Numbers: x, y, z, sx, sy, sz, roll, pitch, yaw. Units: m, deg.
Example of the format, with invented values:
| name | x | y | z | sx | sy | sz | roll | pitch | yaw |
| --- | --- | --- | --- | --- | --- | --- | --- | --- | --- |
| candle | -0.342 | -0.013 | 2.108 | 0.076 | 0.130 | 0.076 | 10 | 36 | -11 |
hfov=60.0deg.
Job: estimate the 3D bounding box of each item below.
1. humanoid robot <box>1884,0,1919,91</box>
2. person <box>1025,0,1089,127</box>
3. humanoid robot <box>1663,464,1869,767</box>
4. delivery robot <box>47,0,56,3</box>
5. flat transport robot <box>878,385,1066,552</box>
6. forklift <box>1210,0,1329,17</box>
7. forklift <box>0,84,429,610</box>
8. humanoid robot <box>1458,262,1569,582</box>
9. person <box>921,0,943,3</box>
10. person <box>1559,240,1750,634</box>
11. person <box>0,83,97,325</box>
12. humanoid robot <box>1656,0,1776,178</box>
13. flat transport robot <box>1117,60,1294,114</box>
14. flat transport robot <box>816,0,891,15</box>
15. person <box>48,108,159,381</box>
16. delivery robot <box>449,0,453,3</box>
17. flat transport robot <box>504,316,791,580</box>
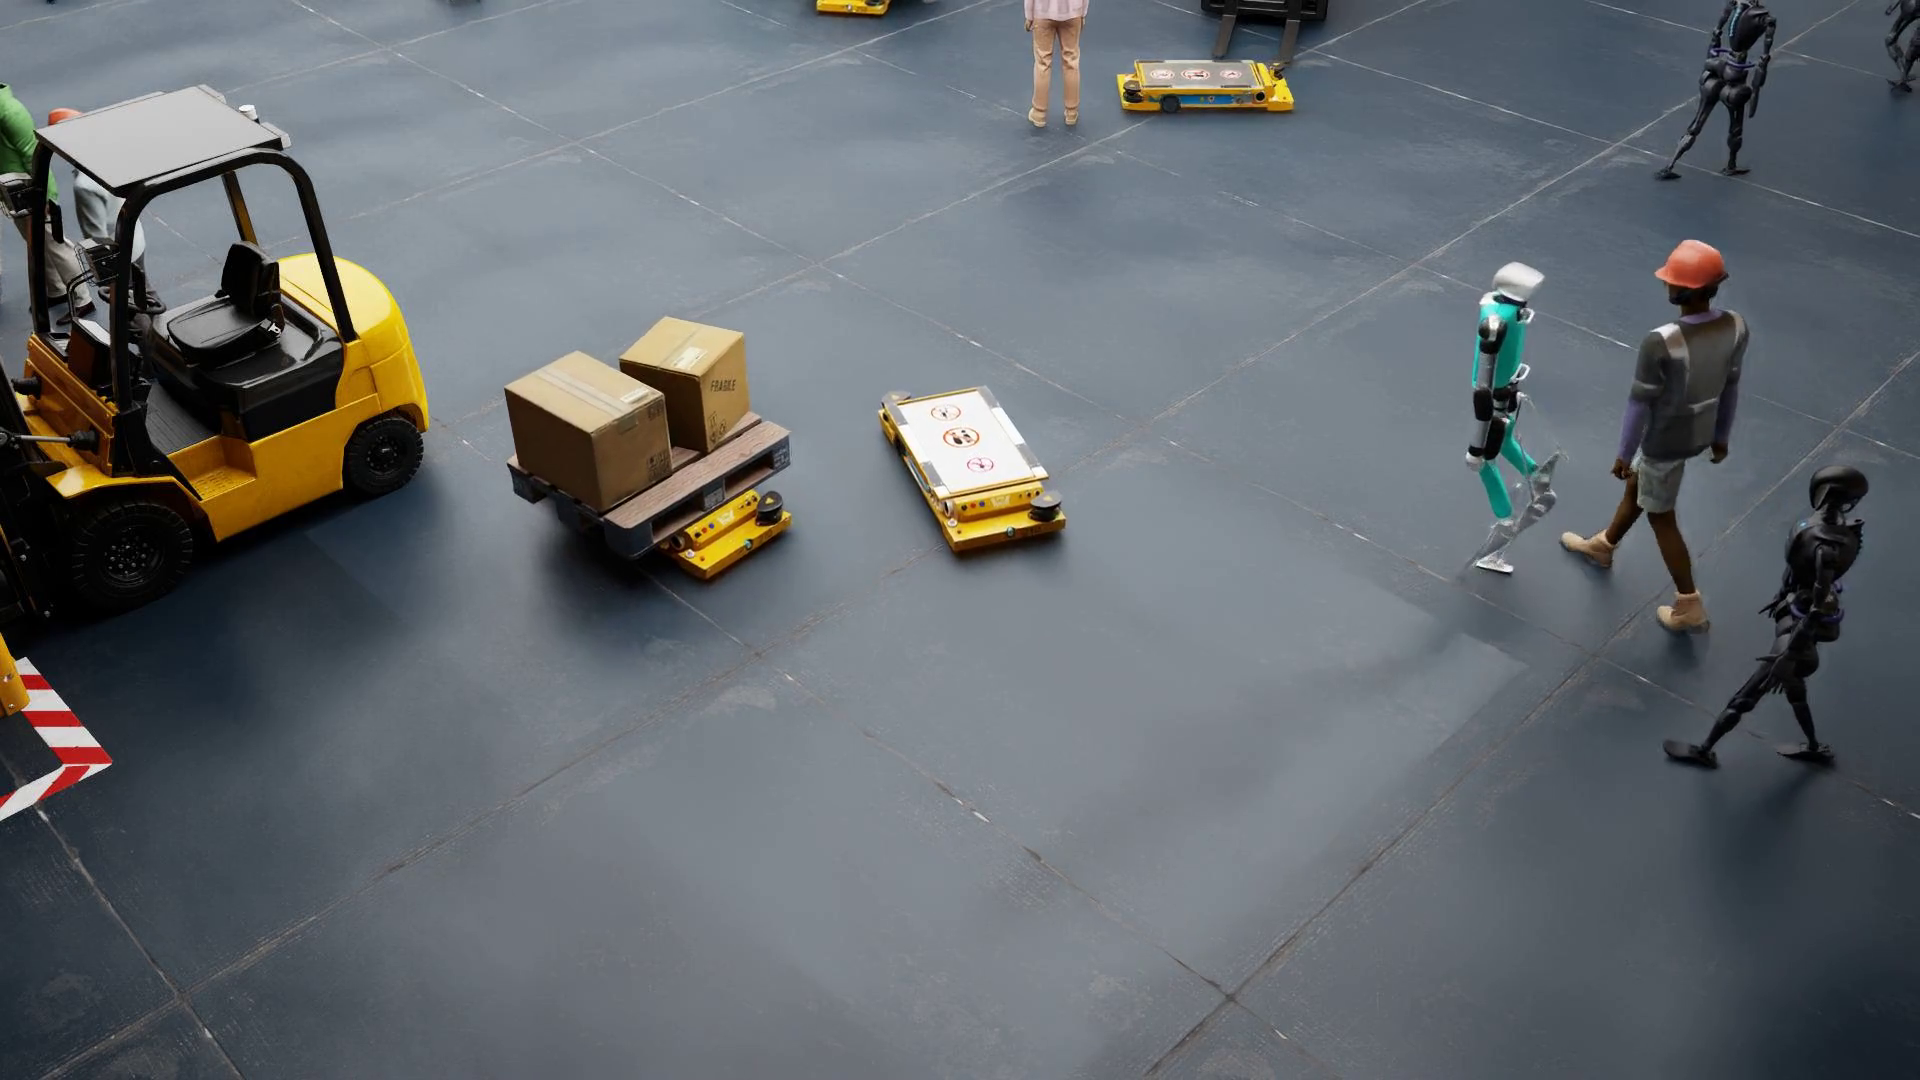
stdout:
| name | x | y | z | sx | sy | sz | roll | pitch | yaw |
| --- | --- | --- | --- | --- | --- | --- | --- | --- | --- |
| humanoid robot | 8.142 | -4.580 | 13.949 | 0.611 | 1.643 | 0.375 | -8 | 38 | -11 |
| person | 0.777 | -4.193 | 13.344 | 0.521 | 1.783 | 0.403 | -4 | 37 | -6 |
| humanoid robot | 3.714 | 0.363 | 7.367 | 0.750 | 1.625 | 0.604 | 12 | 38 | 16 |
| delivery robot | -8.819 | -5.615 | 16.290 | 0.499 | 0.614 | 0.815 | -25 | 43 | -30 |
| flat transport robot | 0.043 | -0.461 | 9.614 | 0.659 | 0.231 | 1.431 | -12 | 38 | -15 |
| forklift | 3.106 | -6.400 | 15.960 | 1.214 | 2.155 | 2.313 | 8 | 37 | 10 |
| forklift | -4.145 | -1.093 | 8.856 | 2.313 | 2.155 | 1.214 | -31 | 47 | -34 |
| humanoid robot | 2.866 | -0.504 | 8.507 | 0.686 | 1.861 | 0.531 | 18 | 40 | 23 |
| person | -0.328 | -6.099 | 15.778 | 0.363 | 1.933 | 0.629 | -23 | 42 | -27 |
| person | 3.584 | -0.491 | 8.234 | 0.611 | 1.987 | 1.000 | -18 | 40 | -23 |
| person | -6.055 | -2.252 | 10.749 | 0.547 | 1.780 | 0.383 | 24 | 43 | 29 |
| humanoid robot | 5.810 | -3.506 | 12.566 | 0.791 | 1.636 | 0.611 | -13 | 39 | -17 |
| flat transport robot | 2.080 | -3.866 | 14.172 | 1.431 | 0.231 | 0.659 | 0 | 37 | 0 |
| flat transport robot | -0.922 | -5.508 | 16.370 | 0.659 | 0.231 | 1.431 | 7 | 37 | 9 |
| person | -5.188 | -1.801 | 10.181 | 0.351 | 1.738 | 0.572 | -4 | 37 | -6 |
| delivery robot | -4.938 | -5.637 | 16.319 | 0.499 | 0.614 | 0.803 | -12 | 39 | -16 |
| flat transport robot | -1.694 | -0.265 | 9.351 | 1.431 | 0.231 | 0.659 | 27 | 44 | 31 |
